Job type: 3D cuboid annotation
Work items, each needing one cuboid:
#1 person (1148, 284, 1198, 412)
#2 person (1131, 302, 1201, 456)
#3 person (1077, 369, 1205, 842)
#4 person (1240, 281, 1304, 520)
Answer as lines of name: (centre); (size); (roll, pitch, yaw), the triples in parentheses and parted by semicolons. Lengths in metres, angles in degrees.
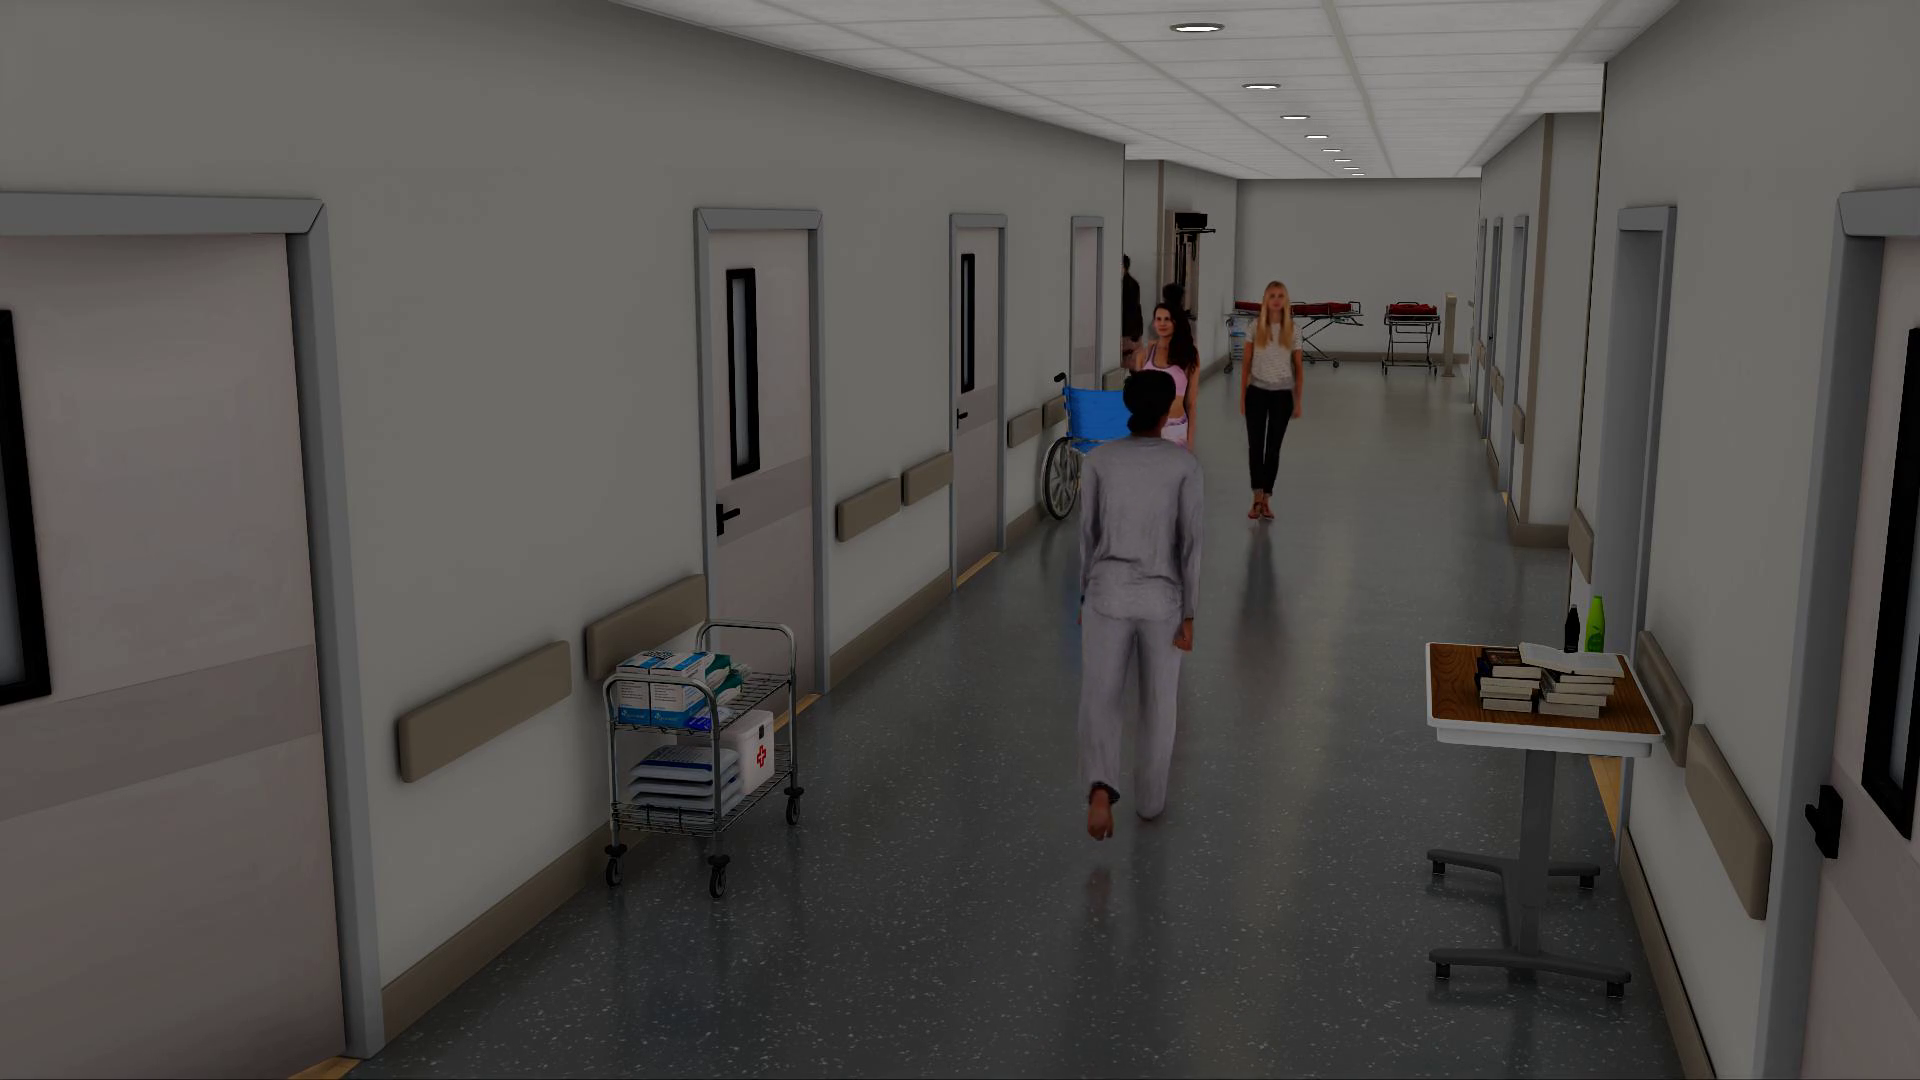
person: (1.925, -1.474, 15.241); (0.629, 1.695, 0.766); (2, 11, 12)
person: (1.304, -0.645, 10.679); (0.590, 1.767, 0.536); (3, 11, 16)
person: (0.627, 0.250, 6.099); (0.625, 1.717, 0.949); (3, 11, 16)
person: (2.373, -1.074, 12.813); (0.668, 1.814, 0.708); (1, 11, 4)
